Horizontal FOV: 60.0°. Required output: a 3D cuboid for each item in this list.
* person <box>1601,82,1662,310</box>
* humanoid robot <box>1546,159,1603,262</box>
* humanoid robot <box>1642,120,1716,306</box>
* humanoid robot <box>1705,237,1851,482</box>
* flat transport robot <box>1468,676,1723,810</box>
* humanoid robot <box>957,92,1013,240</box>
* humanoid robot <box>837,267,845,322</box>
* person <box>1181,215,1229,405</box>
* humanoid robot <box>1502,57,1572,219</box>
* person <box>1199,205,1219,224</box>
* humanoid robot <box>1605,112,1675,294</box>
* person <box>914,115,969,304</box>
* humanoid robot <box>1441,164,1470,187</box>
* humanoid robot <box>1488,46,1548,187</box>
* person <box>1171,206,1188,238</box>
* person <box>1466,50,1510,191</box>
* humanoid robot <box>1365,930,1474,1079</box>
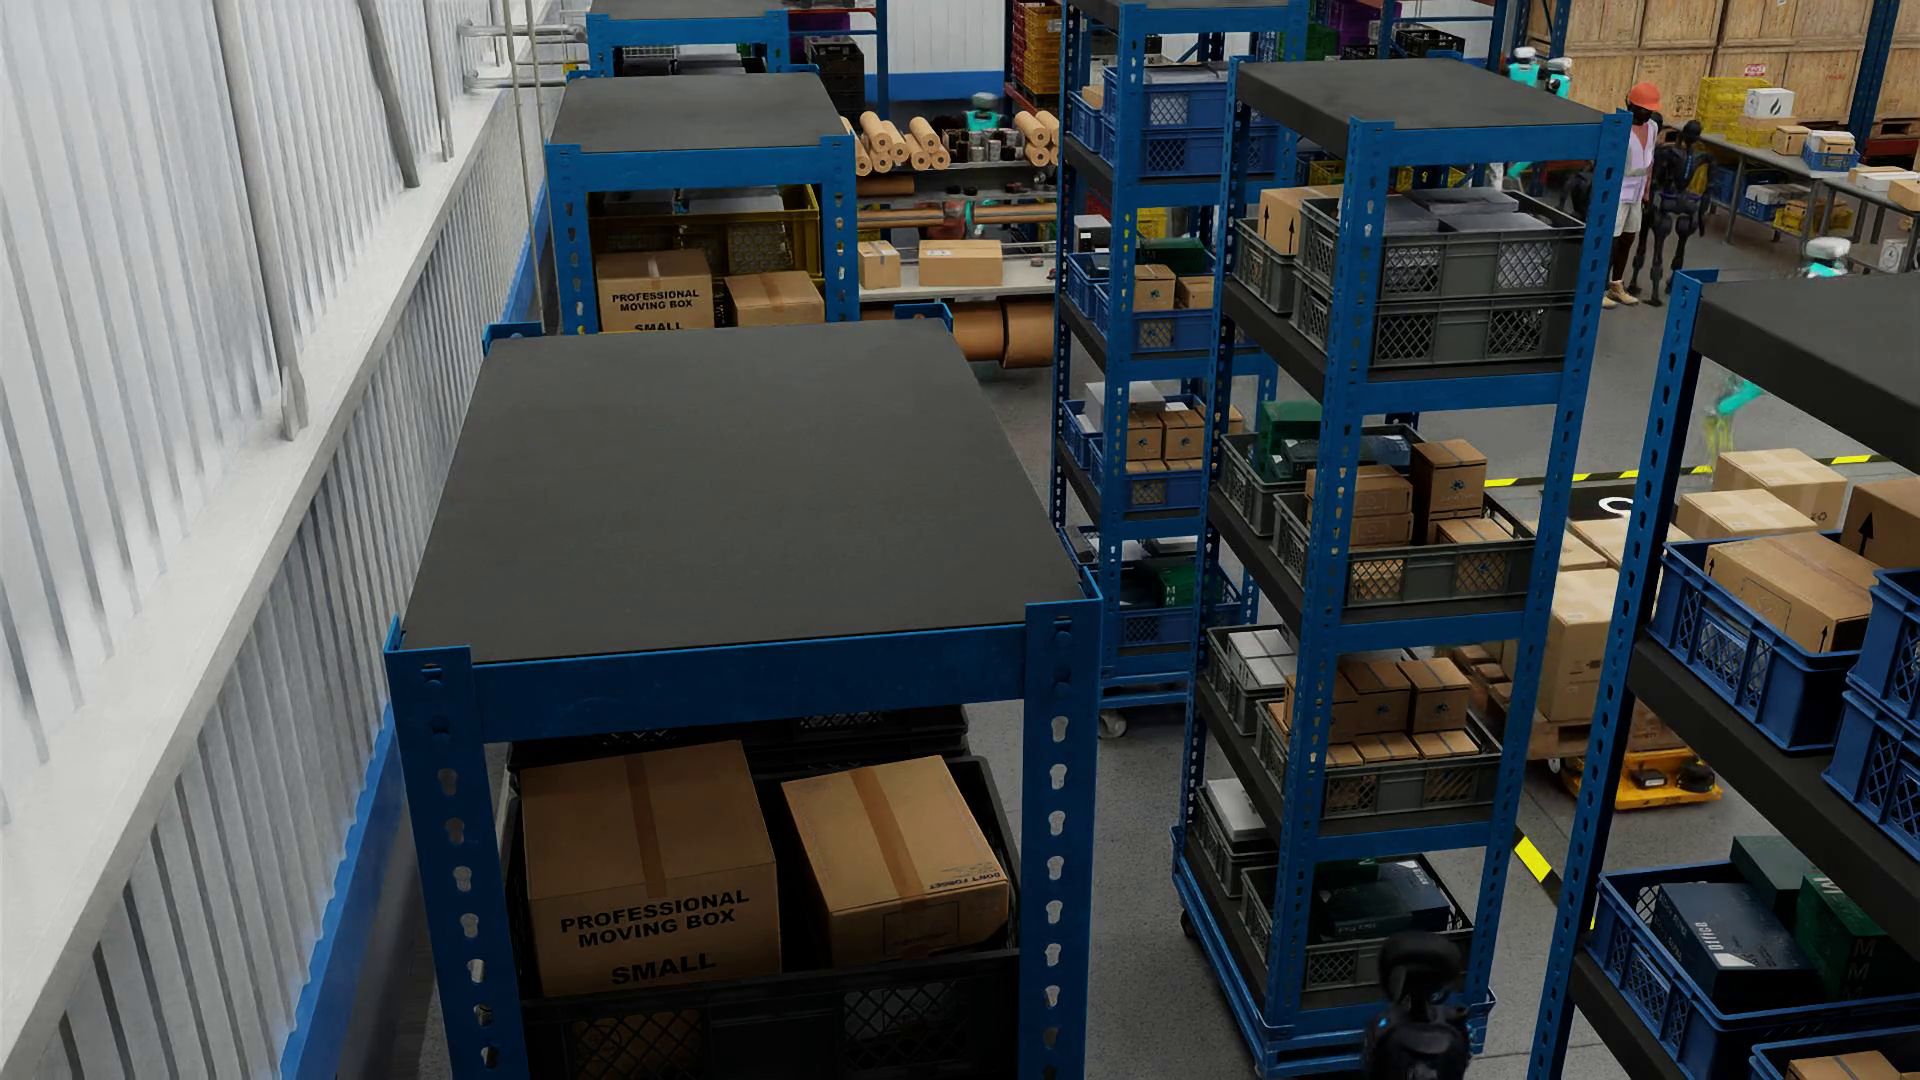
[{"bbox_3d":[5.963,-3.068,14.873,0.608,2.029,0.404,-15,29,-29],"label":"person"},{"bbox_3d":[5.296,-2.660,14.450,0.599,1.642,0.695,-10,26,-20],"label":"humanoid robot"},{"bbox_3d":[6.501,-2.996,15.169,0.597,1.639,0.684,5,25,10],"label":"humanoid robot"},{"bbox_3d":[5.368,-1.184,11.170,0.536,1.811,0.815,-22,33,-39],"label":"humanoid robot"},{"bbox_3d":[3.139,0.874,8.366,0.652,0.197,1.431,-4,25,-8],"label":"flat transport robot"},{"bbox_3d":[0.134,-3.229,15.651,0.571,1.797,0.943,6,25,13],"label":"humanoid robot"},{"bbox_3d":[-0.956,-1.146,11.178,0.592,1.632,0.809,-17,30,-33],"label":"humanoid robot"},{"bbox_3d":[1.639,-1.259,11.142,0.395,1.850,0.597,-3,25,-6],"label":"person"},{"bbox_3d":[6.098,-4.275,17.810,0.679,1.772,0.536,16,29,30],"label":"humanoid robot"},{"bbox_3d":[2.418,-3.388,15.788,0.430,1.838,0.619,-9,26,-19],"label":"person"},{"bbox_3d":[6.258,-3.123,15.398,0.610,1.645,0.334,17,30,33],"label":"humanoid robot"},{"bbox_3d":[-0.132,-2.515,13.737,0.368,1.966,0.605,19,31,36],"label":"person"},{"bbox_3d":[5.131,-4.061,17.441,0.586,1.643,0.539,-16,29,-31],"label":"humanoid robot"},{"bbox_3d":[6.170,-4.607,18.597,0.554,1.834,0.665,2,25,5],"label":"humanoid robot"},{"bbox_3d":[2.222,-3.518,16.084,0.589,1.823,0.403,16,29,31],"label":"person"},{"bbox_3d":[5.521,-4.149,17.385,0.582,1.882,0.338,4,25,9],"label":"person"},{"bbox_3d":[1.325,1.779,4.754,0.411,1.646,0.587,3,25,7],"label":"humanoid robot"}]
